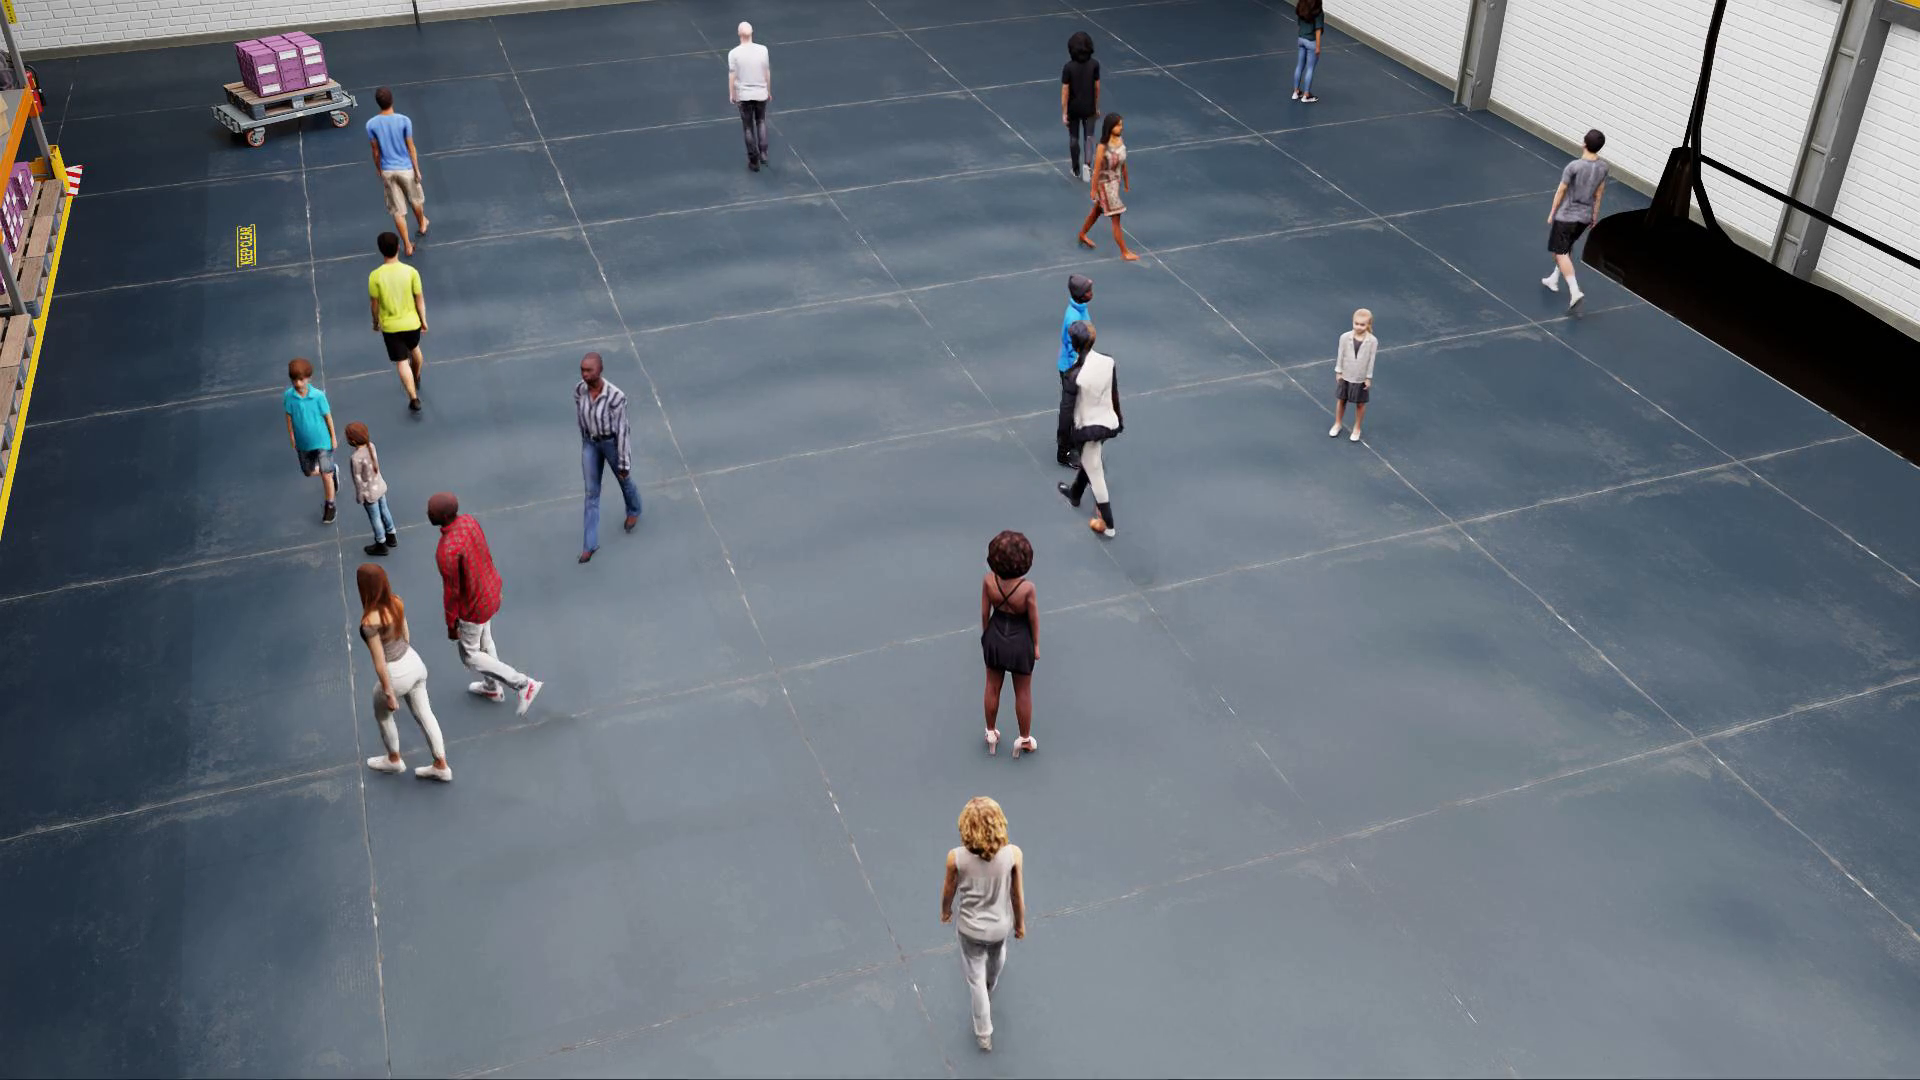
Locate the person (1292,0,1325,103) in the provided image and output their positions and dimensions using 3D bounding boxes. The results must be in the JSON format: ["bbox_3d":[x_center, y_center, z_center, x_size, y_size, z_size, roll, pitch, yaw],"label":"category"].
[{"bbox_3d":[4.780,-6.838,22.793,0.719,1.617,0.610,-21,39,-28],"label":"person"}]

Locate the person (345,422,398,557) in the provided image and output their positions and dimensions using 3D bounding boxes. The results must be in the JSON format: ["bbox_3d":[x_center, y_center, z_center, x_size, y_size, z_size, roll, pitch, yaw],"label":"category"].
[{"bbox_3d":[-4.787,-0.424,13.524,0.605,1.195,0.521,6,34,9],"label":"person"}]

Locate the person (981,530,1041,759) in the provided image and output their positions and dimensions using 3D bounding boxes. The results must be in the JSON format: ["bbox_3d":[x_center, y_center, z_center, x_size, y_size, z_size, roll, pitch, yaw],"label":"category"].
[{"bbox_3d":[0.329,0.721,11.265,0.661,1.788,0.708,11,35,16],"label":"person"}]

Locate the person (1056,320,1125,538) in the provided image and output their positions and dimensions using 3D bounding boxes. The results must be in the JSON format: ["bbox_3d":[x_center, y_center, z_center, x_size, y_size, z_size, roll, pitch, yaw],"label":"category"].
[{"bbox_3d":[1.143,-0.860,13.587,0.951,1.851,1.157,-24,40,-31],"label":"person"}]

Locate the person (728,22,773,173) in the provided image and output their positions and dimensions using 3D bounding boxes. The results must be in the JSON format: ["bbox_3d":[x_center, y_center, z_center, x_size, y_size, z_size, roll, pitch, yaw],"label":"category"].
[{"bbox_3d":[-2.544,-5.434,20.492,0.693,1.825,0.654,-14,36,-20],"label":"person"}]

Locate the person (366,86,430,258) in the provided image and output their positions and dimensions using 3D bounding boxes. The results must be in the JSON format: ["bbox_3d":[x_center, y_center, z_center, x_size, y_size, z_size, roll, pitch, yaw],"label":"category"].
[{"bbox_3d":[-6.212,-4.032,18.375,0.723,1.833,1.111,-7,34,-11],"label":"person"}]

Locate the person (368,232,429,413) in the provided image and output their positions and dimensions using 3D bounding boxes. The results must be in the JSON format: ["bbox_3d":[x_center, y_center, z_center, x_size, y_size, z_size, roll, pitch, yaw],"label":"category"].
[{"bbox_3d":[-5.189,-1.993,15.452,0.747,1.673,1.122,-17,37,-23],"label":"person"}]

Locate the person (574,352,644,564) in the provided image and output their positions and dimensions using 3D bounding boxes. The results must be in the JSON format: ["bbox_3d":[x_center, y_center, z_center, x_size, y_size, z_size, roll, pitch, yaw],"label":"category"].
[{"bbox_3d":[-2.821,-0.739,13.507,1.123,1.738,1.269,10,35,14],"label":"person"}]

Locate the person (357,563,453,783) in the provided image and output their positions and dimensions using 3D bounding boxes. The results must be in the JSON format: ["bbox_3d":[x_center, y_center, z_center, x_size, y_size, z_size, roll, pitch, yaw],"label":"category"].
[{"bbox_3d":[-3.643,0.936,11.023,0.954,1.699,0.913,10,35,14],"label":"person"}]

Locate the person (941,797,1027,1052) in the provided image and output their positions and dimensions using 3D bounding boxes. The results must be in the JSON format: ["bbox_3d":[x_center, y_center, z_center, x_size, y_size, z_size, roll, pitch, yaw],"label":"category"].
[{"bbox_3d":[0.142,2.167,9.220,0.777,1.643,0.995,-2,34,-3],"label":"person"}]

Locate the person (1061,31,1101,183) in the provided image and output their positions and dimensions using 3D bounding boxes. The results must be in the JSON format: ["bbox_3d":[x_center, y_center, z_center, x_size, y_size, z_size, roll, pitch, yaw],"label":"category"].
[{"bbox_3d":[1.487,-5.224,20.180,0.805,1.820,0.983,-2,34,-4],"label":"person"}]

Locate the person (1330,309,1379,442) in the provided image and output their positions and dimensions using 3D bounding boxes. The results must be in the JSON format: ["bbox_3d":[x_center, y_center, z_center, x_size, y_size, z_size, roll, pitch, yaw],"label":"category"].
[{"bbox_3d":[3.589,-1.512,15.089,0.598,1.275,0.656,13,36,19],"label":"person"}]

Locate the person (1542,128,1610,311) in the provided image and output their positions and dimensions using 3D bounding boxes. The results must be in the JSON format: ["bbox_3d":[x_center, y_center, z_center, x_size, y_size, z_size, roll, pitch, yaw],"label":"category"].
[{"bbox_3d":[6.423,-3.312,17.287,0.769,1.839,1.156,-7,34,-10],"label":"person"}]

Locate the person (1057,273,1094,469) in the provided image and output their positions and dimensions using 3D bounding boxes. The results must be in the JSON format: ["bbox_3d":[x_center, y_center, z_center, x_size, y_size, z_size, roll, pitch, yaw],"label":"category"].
[{"bbox_3d":[0.991,-1.508,14.614,0.752,1.793,0.634,5,34,7],"label":"person"}]

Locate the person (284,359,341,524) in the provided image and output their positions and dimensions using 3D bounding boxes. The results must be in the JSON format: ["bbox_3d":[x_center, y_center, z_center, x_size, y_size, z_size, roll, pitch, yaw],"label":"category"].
[{"bbox_3d":[-5.427,-0.883,13.996,0.712,1.437,0.894,0,34,0],"label":"person"}]

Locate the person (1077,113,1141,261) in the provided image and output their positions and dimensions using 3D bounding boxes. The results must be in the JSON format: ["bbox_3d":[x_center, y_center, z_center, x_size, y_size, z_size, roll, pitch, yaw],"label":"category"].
[{"bbox_3d":[1.577,-3.931,18.435,1.207,1.599,0.997,24,40,31],"label":"person"}]

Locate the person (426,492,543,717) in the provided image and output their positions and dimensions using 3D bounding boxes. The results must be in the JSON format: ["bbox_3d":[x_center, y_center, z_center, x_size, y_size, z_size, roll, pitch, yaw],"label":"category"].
[{"bbox_3d":[-3.343,0.445,11.670,1.051,1.801,1.031,7,34,10],"label":"person"}]
